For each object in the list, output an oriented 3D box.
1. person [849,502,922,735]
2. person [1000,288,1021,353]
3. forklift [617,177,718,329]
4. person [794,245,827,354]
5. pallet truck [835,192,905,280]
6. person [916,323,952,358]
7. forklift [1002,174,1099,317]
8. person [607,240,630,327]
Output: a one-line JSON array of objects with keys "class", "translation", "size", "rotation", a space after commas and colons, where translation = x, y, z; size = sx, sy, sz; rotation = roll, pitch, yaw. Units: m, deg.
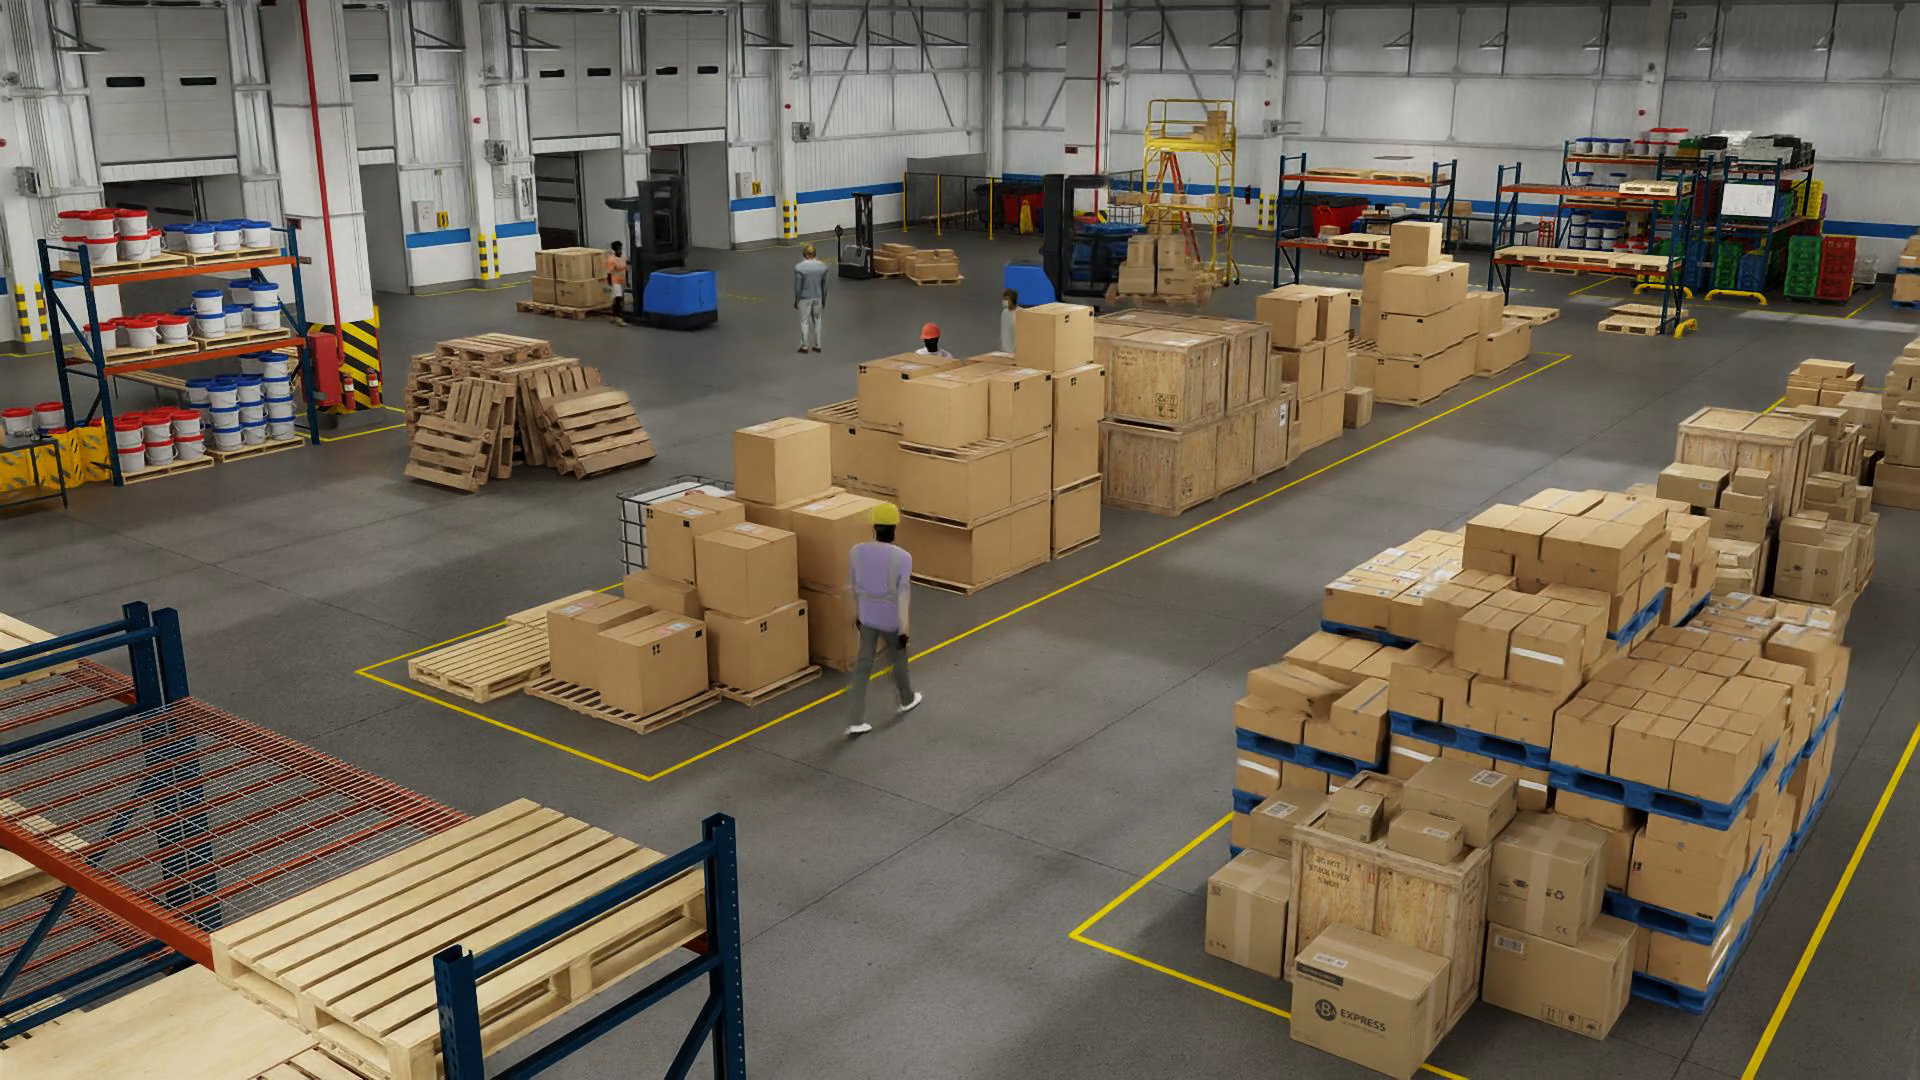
[{"class": "person", "translation": [-0.644, 0.615, 13.459], "size": [0.600, 1.873, 1.002], "rotation": [8, 19, 25]}, {"class": "person", "translation": [0.736, -2.739, 24.462], "size": [0.418, 1.937, 0.638], "rotation": [-8, 18, -24]}, {"class": "forklift", "translation": [-5.767, -5.625, 32.400], "size": [1.873, 2.768, 1.129], "rotation": [12, 21, 35]}, {"class": "person", "translation": [-2.653, -4.275, 29.567], "size": [0.636, 1.928, 0.390], "rotation": [-10, 20, -30]}, {"class": "pallet truck", "translation": [-1.936, -7.159, 38.982], "size": [1.885, 1.965, 0.823], "rotation": [-12, 21, -34]}, {"class": "person", "translation": [-0.367, -1.836, 21.456], "size": [0.542, 1.939, 0.363], "rotation": [7, 18, 22]}, {"class": "forklift", "translation": [1.838, -5.866, 33.198], "size": [1.873, 2.768, 1.129], "rotation": [2, 17, 8]}, {"class": "person", "translation": [-6.663, -5.010, 32.411], "size": [0.546, 1.674, 0.555], "rotation": [7, 18, 22]}]
